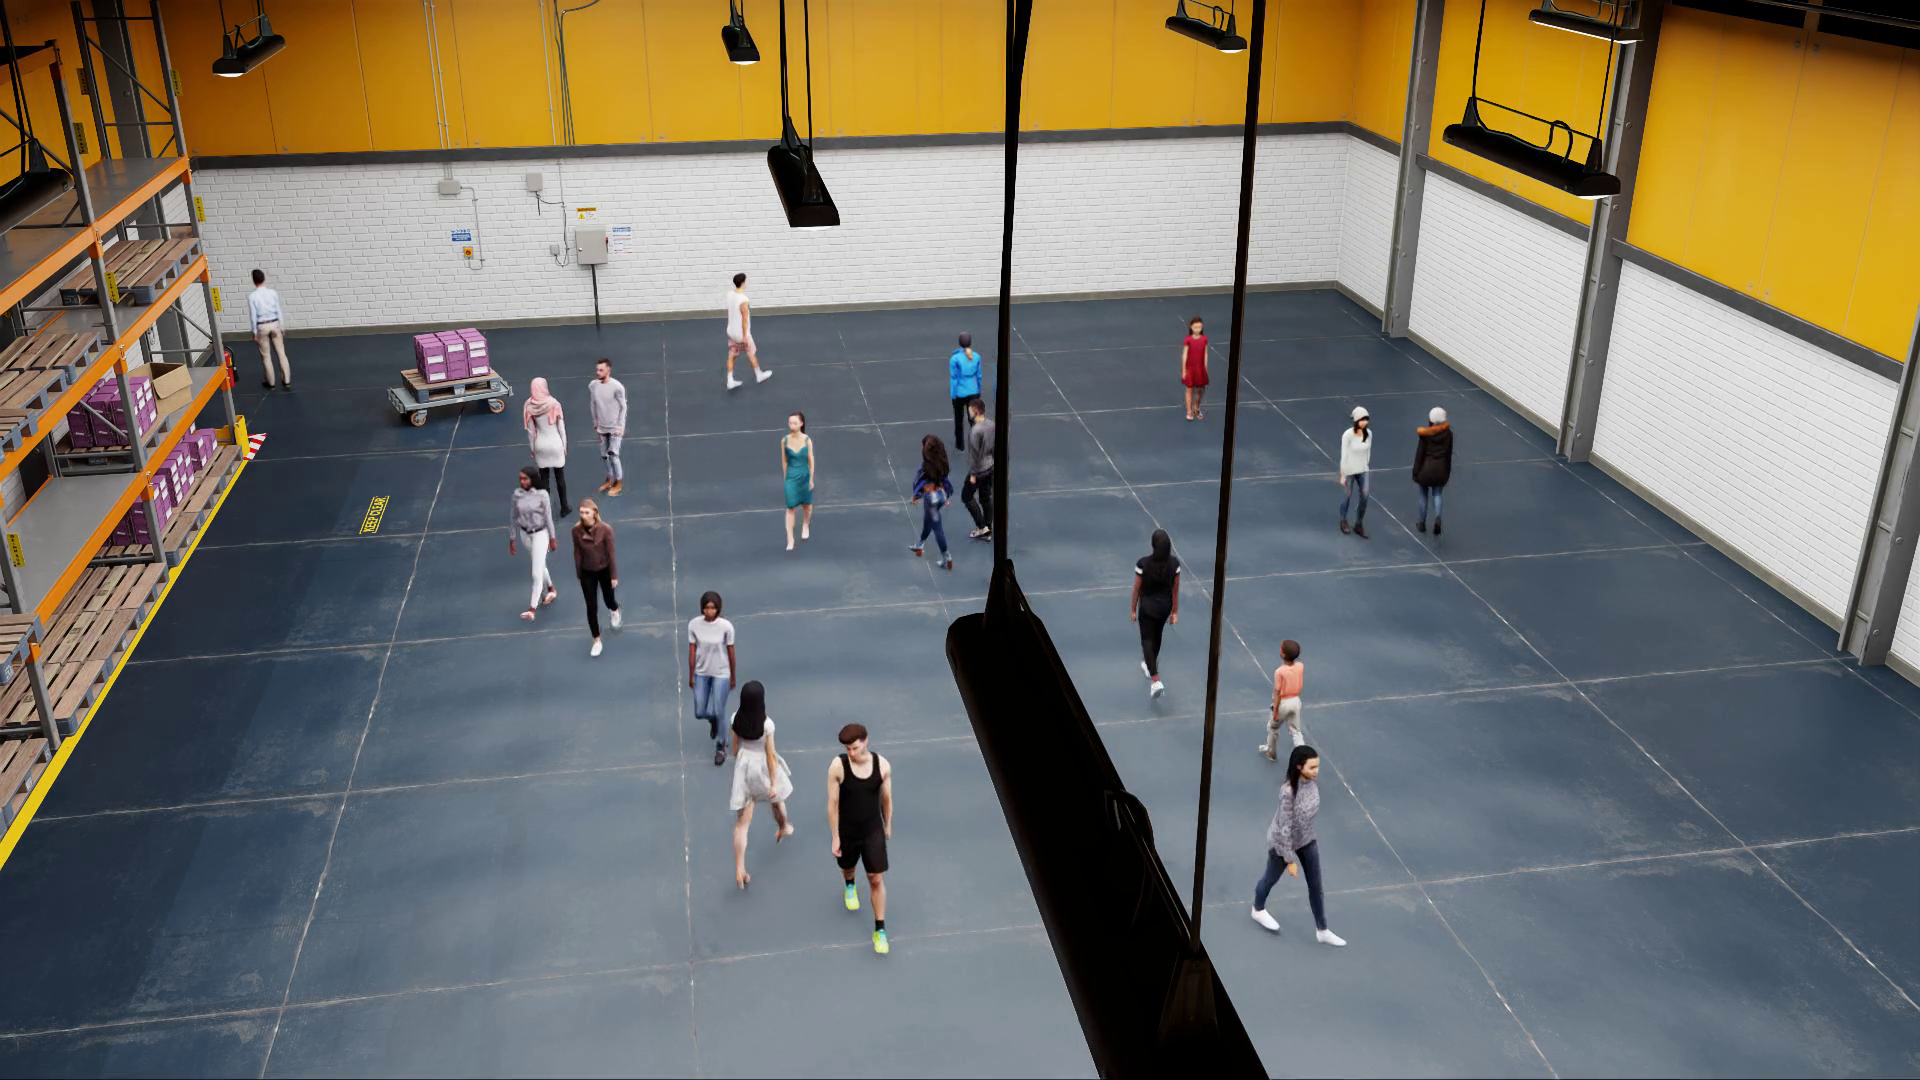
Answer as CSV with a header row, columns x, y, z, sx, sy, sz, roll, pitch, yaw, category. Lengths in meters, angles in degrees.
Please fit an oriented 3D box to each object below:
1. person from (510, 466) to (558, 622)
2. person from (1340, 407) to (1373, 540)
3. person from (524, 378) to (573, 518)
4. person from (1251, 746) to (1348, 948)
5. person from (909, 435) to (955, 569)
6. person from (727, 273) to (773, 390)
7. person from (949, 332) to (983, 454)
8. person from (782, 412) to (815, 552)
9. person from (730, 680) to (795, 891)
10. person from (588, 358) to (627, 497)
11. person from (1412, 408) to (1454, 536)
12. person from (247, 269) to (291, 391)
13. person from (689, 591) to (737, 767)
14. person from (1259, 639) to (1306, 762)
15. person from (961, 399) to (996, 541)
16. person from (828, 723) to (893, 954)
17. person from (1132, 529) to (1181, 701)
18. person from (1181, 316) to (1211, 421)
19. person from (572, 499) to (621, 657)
x,y,z,sx,sy,sz,roll,pitch,yaw,category
-4.614,-0.019,18.221,0.980,1.678,1.230,6,24,14,person
4.743,-0.857,20.197,0.610,1.631,0.729,-5,24,-12,person
-5.109,-1.149,20.650,0.638,1.802,0.597,-2,24,-4,person
2.497,2.308,12.873,0.948,1.697,1.135,-18,29,-35,person
-0.253,-0.416,19.236,1.011,1.592,0.917,19,30,37,person
-3.431,-3.138,25.264,1.050,1.751,1.055,20,30,38,person
0.119,-1.910,22.432,0.661,1.770,1.136,-6,24,-13,person
-1.899,-0.736,19.894,0.698,1.650,1.023,1,24,2,person
-1.700,2.013,13.528,1.039,1.714,1.262,8,25,19,person
-4.476,-1.488,21.390,0.795,1.830,0.800,12,26,26,person
5.732,-0.807,20.087,0.690,1.627,0.831,-1,24,-3,person
-10.538,-3.206,25.302,0.749,1.846,0.766,-19,30,-37,person
-2.264,1.223,15.337,0.714,1.711,0.822,3,24,6,person
3.024,1.524,15.166,0.575,1.298,0.908,-8,25,-18,person
0.319,-0.816,19.955,0.816,1.748,0.756,16,28,32,person
-0.804,2.201,12.935,0.662,1.843,1.152,-4,24,-10,person
1.946,0.743,16.452,0.617,1.698,1.128,-4,24,-9,person
3.380,-2.505,24.081,0.555,1.539,0.623,-3,24,-8,person
-3.769,0.332,17.410,0.721,1.684,1.032,0,24,1,person
